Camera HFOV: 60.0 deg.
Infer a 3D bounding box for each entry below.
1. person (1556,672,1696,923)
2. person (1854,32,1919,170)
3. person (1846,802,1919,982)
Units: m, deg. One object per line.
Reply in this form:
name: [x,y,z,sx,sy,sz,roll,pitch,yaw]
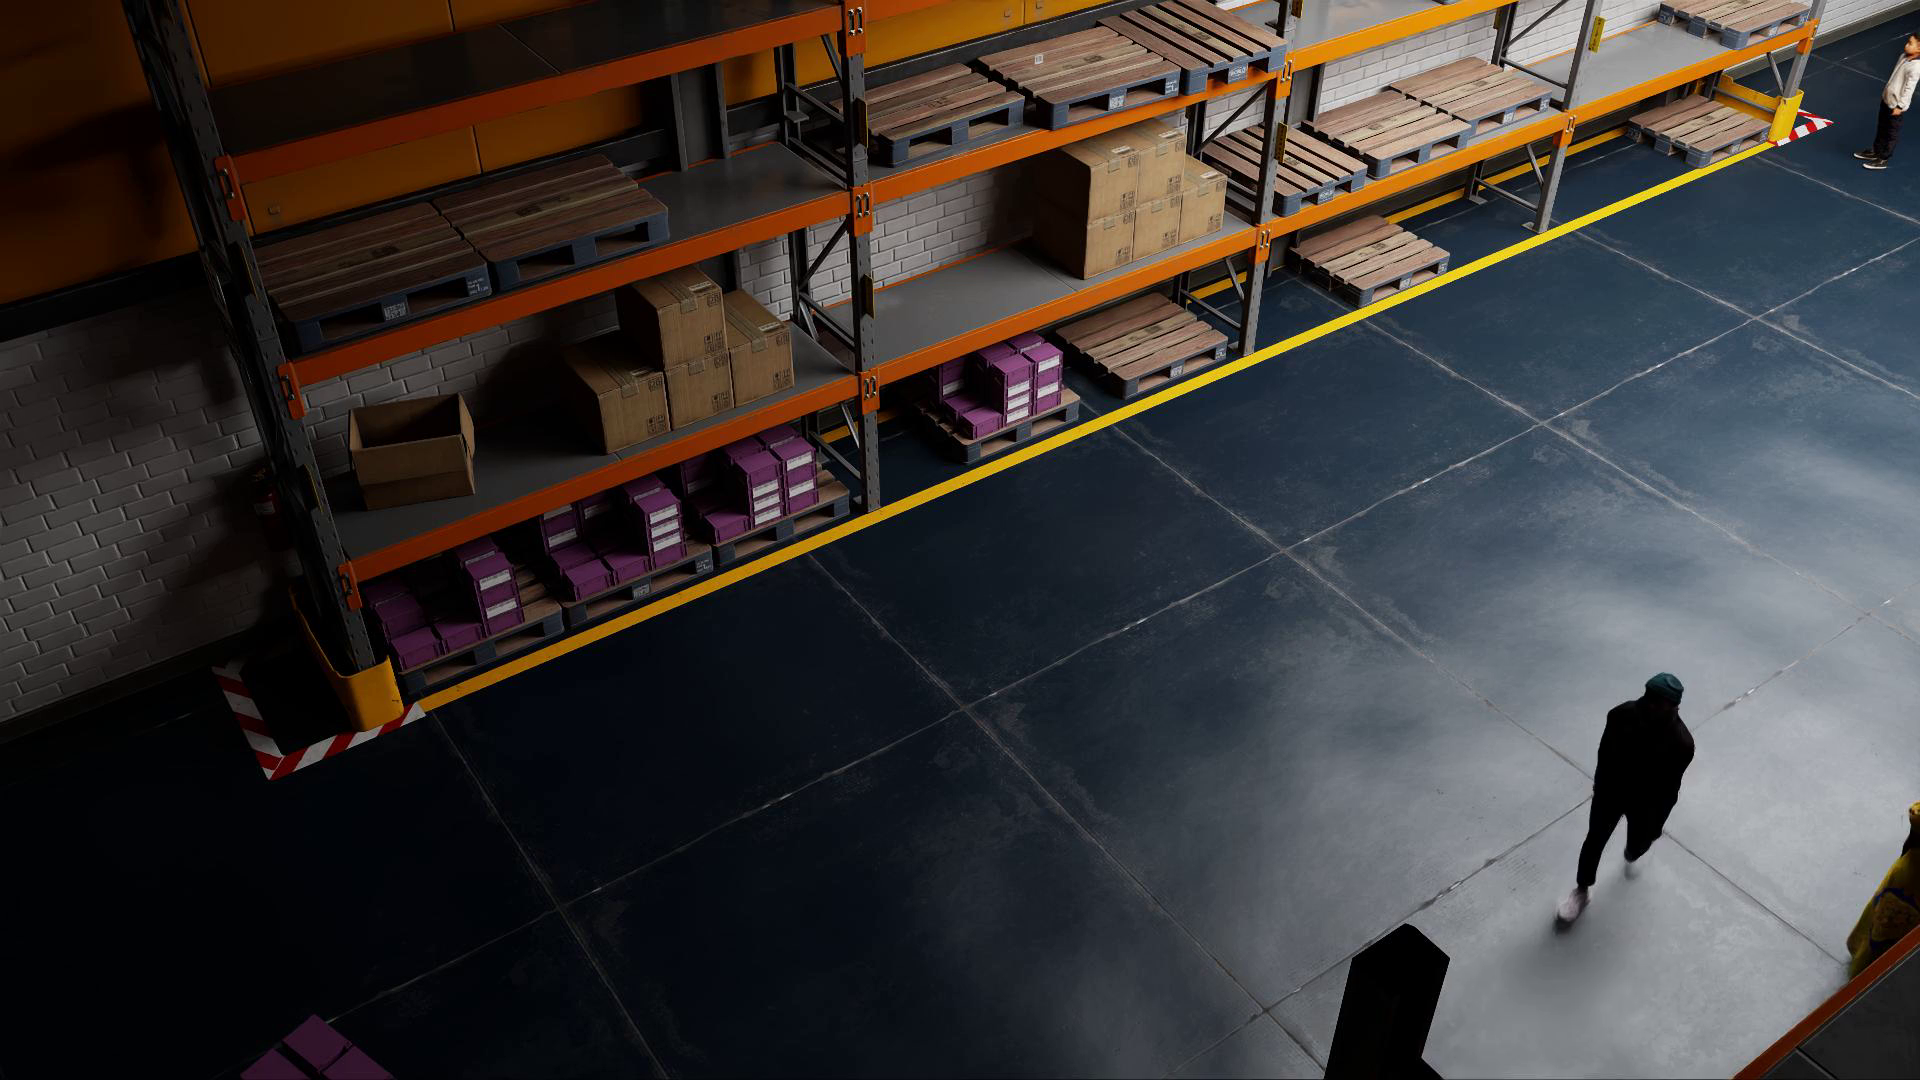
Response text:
person: [3.932,1.439,9.630,0.835,1.800,1.147,30,47,32]
person: [9.874,-4.637,17.514,0.696,1.455,0.662,1,39,1]
person: [5.276,1.954,9.105,0.796,1.650,0.691,-23,44,-26]
